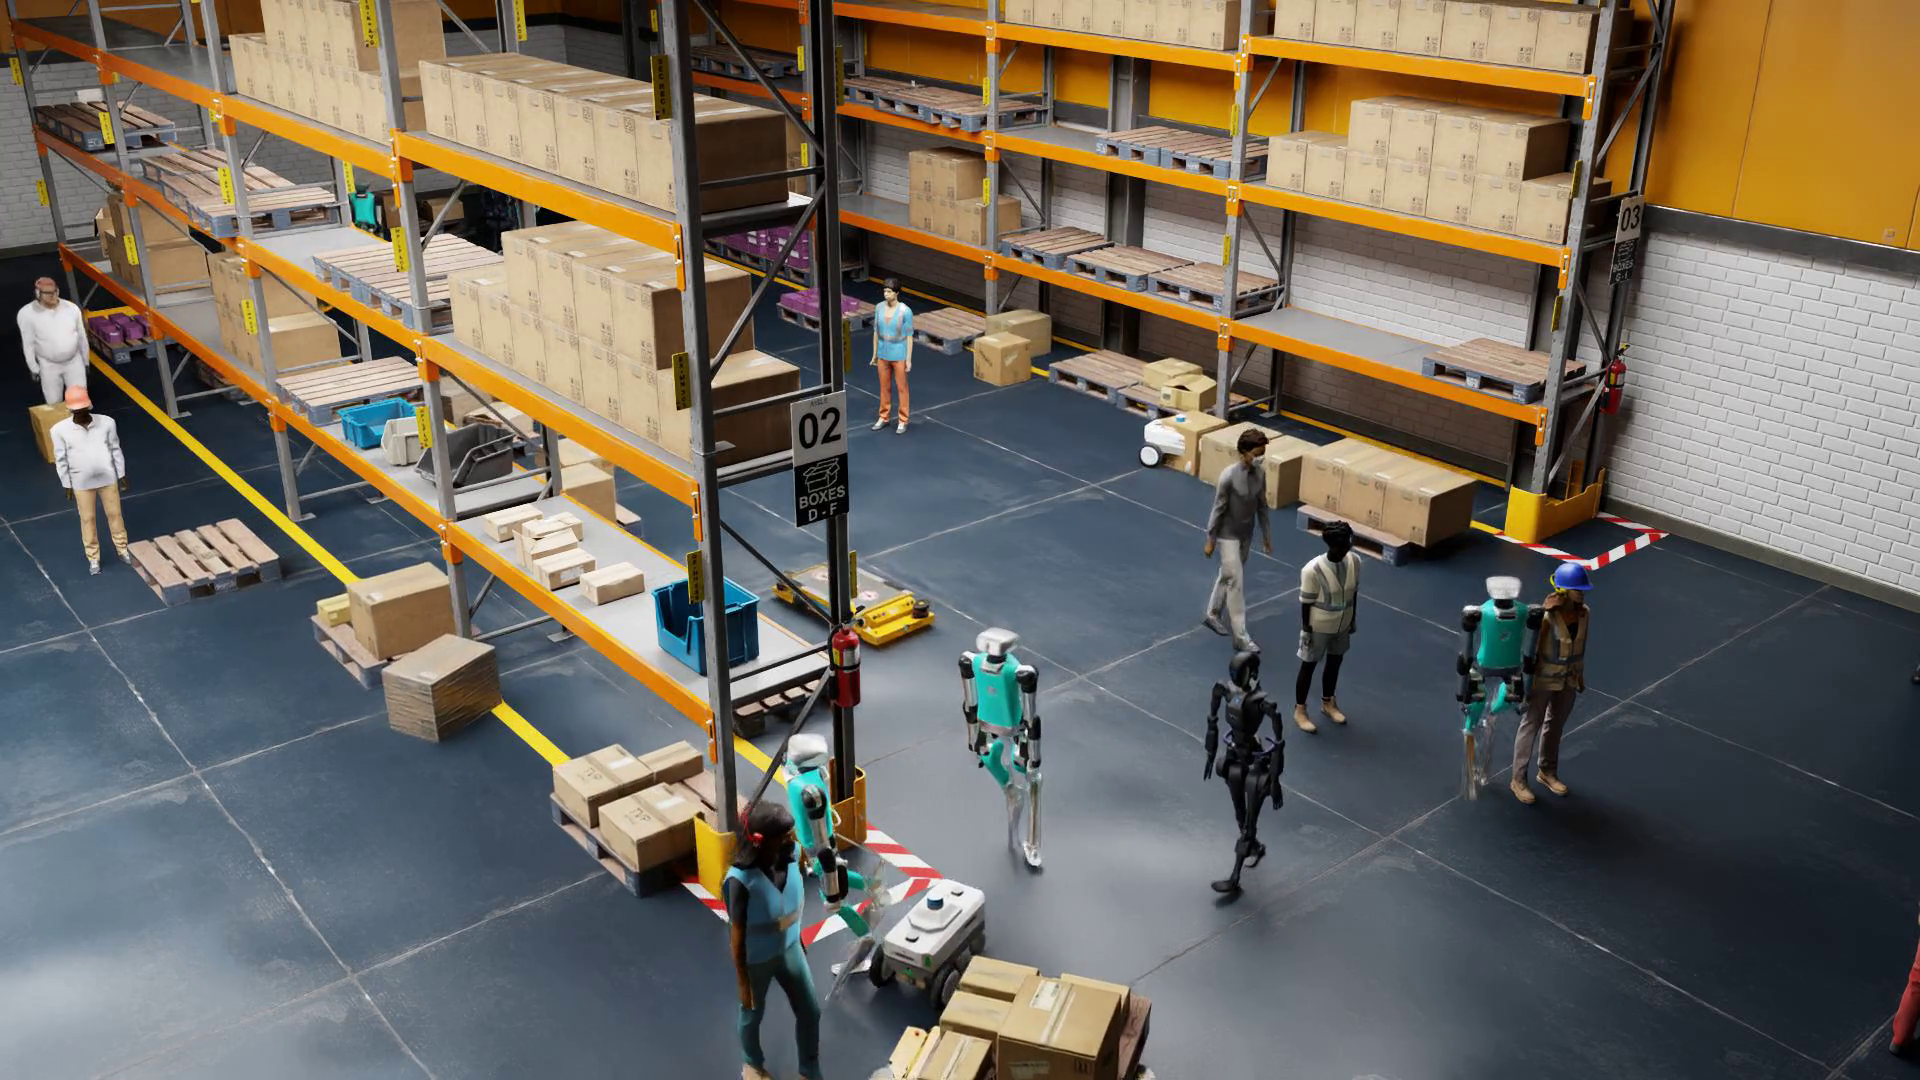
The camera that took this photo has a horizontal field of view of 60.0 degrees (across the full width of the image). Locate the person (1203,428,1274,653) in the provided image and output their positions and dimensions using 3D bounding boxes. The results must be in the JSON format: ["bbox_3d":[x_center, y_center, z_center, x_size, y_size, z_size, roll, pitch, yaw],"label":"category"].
[{"bbox_3d":[2.346,0.002,13.629,0.557,1.860,0.900,-16,28,-32],"label":"person"}]

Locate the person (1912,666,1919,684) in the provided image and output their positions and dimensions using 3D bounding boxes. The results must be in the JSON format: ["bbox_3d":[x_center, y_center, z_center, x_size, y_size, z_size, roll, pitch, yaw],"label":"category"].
[{"bbox_3d":[7.808,0.269,12.942,0.547,1.924,0.387,13,27,27],"label":"person"}]

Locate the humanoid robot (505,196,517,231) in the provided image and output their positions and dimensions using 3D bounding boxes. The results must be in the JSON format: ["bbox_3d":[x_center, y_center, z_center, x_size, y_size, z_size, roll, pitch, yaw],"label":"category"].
[{"bbox_3d":[-7.128,-5.644,26.798,0.531,1.744,0.681,-20,30,-38],"label":"humanoid robot"}]

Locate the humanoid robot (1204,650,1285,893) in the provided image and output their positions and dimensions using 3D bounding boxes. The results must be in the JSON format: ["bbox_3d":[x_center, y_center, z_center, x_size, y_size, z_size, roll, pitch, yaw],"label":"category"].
[{"bbox_3d":[1.799,1.439,10.574,0.606,1.621,0.707,21,31,39],"label":"humanoid robot"}]

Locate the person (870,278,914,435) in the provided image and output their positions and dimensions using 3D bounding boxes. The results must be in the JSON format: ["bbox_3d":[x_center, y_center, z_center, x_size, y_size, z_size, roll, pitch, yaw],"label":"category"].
[{"bbox_3d":[-0.752,-2.050,18.499,0.496,1.768,0.322,11,26,24],"label":"person"}]

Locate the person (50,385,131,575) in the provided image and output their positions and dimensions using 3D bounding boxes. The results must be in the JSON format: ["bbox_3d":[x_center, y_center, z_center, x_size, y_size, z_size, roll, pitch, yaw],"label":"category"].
[{"bbox_3d":[-7.848,-0.562,15.070,0.559,1.751,0.323,-18,29,-35],"label":"person"}]

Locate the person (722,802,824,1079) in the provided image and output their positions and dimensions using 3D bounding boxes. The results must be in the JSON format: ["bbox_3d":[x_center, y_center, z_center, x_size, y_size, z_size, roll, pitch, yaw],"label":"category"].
[{"bbox_3d":[-0.932,2.190,8.576,0.527,1.843,0.753,-19,30,-36],"label":"person"}]

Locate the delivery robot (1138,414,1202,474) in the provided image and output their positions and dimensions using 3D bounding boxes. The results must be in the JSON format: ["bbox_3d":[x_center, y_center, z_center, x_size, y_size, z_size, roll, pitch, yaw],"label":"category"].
[{"bbox_3d":[2.291,-1.033,17.697,0.783,0.612,0.524,13,27,28],"label":"delivery robot"}]

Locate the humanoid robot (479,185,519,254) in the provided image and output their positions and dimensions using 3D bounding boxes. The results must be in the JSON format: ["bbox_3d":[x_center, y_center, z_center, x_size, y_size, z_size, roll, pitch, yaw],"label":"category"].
[{"bbox_3d":[-7.004,-4.890,25.211,0.600,1.632,0.641,5,24,11],"label":"humanoid robot"}]

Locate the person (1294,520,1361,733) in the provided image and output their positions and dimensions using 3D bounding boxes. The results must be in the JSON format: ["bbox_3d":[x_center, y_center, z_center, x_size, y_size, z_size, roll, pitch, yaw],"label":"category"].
[{"bbox_3d":[2.739,0.626,12.400,0.534,1.691,0.319,-12,26,-25],"label":"person"}]

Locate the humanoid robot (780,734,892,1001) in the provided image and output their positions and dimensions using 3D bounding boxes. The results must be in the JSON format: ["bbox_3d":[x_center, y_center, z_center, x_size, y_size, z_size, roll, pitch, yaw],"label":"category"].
[{"bbox_3d":[-0.621,1.872,9.495,0.767,1.795,0.546,-9,25,-19],"label":"humanoid robot"}]

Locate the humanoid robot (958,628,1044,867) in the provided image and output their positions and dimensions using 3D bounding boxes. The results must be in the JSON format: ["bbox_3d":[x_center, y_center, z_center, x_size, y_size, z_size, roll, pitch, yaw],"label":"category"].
[{"bbox_3d":[0.358,1.344,10.783,0.532,1.867,0.730,12,26,26],"label":"humanoid robot"}]

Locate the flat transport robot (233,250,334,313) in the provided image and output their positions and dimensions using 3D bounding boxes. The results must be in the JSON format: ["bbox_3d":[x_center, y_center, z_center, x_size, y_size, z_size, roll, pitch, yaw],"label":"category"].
[{"bbox_3d":[-9.552,-3.272,23.219,1.431,0.231,0.659,4,24,10],"label":"flat transport robot"}]

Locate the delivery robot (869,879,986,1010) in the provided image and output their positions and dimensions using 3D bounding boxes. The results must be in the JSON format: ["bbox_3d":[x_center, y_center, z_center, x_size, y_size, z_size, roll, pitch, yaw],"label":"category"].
[{"bbox_3d":[-0.155,2.362,9.834,0.499,0.610,0.813,13,27,27],"label":"delivery robot"}]

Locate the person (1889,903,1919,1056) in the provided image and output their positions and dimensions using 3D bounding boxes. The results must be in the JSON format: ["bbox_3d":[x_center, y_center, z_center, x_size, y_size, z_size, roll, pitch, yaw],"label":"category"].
[{"bbox_3d":[5.406,2.090,8.928,0.343,1.756,0.516,-18,29,-36],"label":"person"}]

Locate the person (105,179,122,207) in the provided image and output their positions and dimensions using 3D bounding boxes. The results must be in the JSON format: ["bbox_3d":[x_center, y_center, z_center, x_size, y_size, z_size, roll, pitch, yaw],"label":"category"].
[{"bbox_3d":[-11.862,-4.374,23.775,0.657,1.854,0.564,5,24,11],"label":"person"}]

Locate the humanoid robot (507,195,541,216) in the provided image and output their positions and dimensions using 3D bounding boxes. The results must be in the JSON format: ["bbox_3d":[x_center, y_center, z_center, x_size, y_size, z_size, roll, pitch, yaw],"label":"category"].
[{"bbox_3d":[-6.768,-5.217,25.908,0.530,1.809,0.754,-6,24,-15],"label":"humanoid robot"}]

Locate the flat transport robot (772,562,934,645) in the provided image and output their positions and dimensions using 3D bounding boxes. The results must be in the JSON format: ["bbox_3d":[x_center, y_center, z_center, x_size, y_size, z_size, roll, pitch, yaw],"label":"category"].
[{"bbox_3d":[-0.944,0.514,14.453,0.659,0.231,1.431,-21,31,-39],"label":"flat transport robot"}]

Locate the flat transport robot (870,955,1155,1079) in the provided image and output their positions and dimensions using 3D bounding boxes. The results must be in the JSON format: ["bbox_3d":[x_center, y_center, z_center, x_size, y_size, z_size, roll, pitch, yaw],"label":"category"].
[{"bbox_3d":[0.280,2.939,8.838,1.431,0.231,0.659,8,25,17],"label":"flat transport robot"}]

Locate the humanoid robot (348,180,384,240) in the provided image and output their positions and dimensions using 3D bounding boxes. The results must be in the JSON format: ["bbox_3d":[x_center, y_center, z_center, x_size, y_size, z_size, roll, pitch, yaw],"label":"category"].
[{"bbox_3d":[-8.309,-4.065,23.218,0.589,1.791,0.815,-5,24,-12],"label":"humanoid robot"}]

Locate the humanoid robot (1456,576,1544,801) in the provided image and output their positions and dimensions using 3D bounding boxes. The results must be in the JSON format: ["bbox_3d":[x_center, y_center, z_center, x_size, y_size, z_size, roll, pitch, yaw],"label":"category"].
[{"bbox_3d":[3.680,0.974,11.569,0.562,1.790,0.865,5,24,11],"label":"humanoid robot"}]

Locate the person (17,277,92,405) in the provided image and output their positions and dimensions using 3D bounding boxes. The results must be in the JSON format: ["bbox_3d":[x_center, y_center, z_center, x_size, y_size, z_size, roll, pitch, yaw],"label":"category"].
[{"bbox_3d":[-9.806,-1.945,18.101,0.656,1.885,0.701,-18,29,-35],"label":"person"}]

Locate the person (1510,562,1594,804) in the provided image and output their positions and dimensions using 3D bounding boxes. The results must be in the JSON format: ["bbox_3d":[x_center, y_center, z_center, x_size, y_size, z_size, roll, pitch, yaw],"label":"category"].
[{"bbox_3d":[4.104,0.975,11.479,0.478,1.779,0.300,-9,25,-20],"label":"person"}]

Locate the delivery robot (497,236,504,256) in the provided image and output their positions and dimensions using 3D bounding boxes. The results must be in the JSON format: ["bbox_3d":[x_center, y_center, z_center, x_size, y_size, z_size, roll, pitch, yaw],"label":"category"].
[{"bbox_3d":[-6.793,-4.538,25.816,0.791,0.614,0.499,11,25,23],"label":"delivery robot"}]
